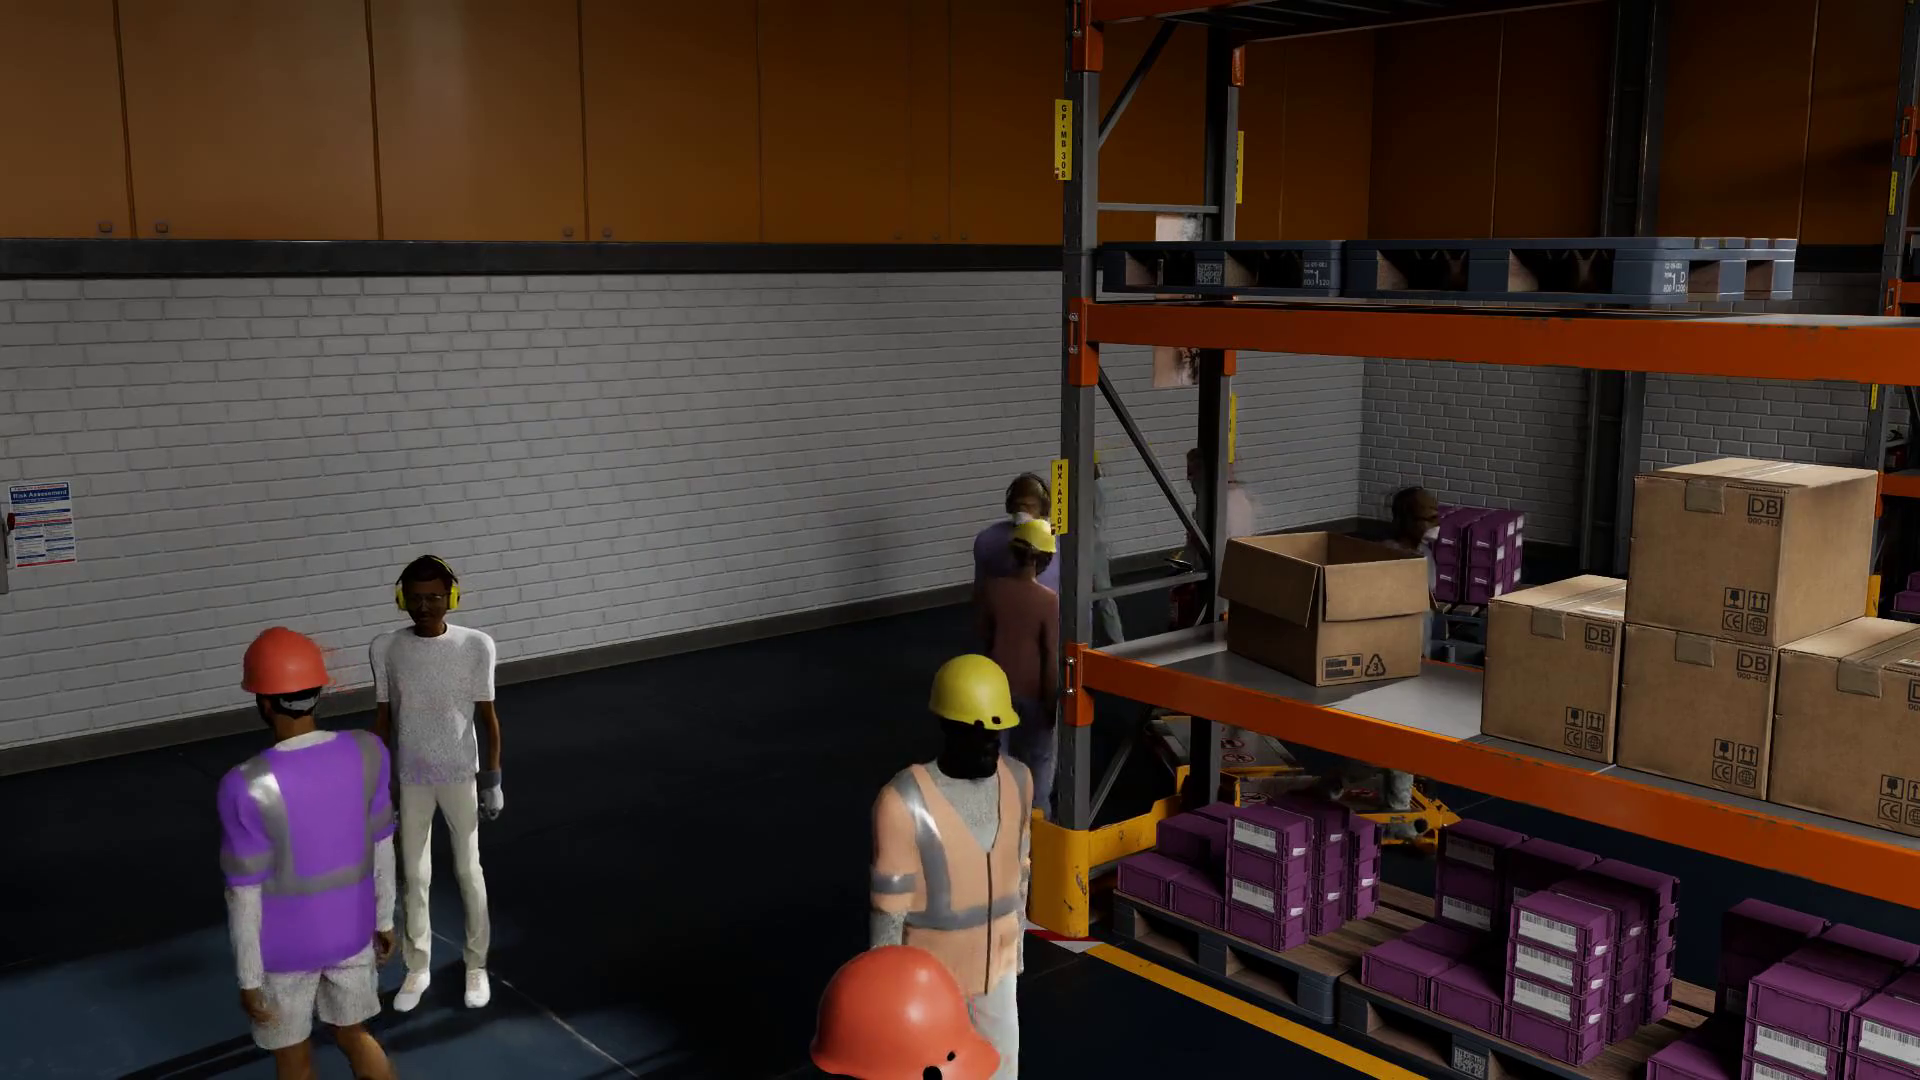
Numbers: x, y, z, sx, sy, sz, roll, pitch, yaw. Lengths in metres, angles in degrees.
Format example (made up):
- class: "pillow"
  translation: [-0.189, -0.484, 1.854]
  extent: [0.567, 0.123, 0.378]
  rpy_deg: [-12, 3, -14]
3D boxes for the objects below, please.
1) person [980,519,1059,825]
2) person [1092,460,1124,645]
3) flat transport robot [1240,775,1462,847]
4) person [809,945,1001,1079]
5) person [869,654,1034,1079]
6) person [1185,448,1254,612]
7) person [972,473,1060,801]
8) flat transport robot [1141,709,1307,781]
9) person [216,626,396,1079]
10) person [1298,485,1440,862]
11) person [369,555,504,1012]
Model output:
- class: "person"
  translation: [0.273, 0.756, 8.395]
  extent: [0.526, 1.721, 0.821]
  rpy_deg: [5, 11, 28]
- class: "person"
  translation: [0.834, 0.147, 12.028]
  extent: [0.913, 1.695, 0.506]
  rpy_deg: [-5, 11, -26]
- class: "flat transport robot"
  translation: [1.885, 1.425, 8.713]
  extent: [1.431, 0.197, 0.652]
  rpy_deg: [-1, 10, -5]
- class: "person"
  translation: [-0.110, 1.603, 2.798]
  extent: [0.355, 1.939, 0.543]
  rpy_deg: [2, 10, 11]
- class: "person"
  translation: [-0.057, 1.246, 4.990]
  extent: [0.601, 1.907, 0.790]
  rpy_deg: [-8, 12, -38]
- class: "person"
  translation: [1.582, 0.358, 10.284]
  extent: [0.592, 1.871, 0.695]
  rpy_deg: [7, 12, 36]
- class: "person"
  translation: [0.384, 0.572, 8.887]
  extent: [0.654, 1.917, 0.541]
  rpy_deg: [3, 10, 18]
- class: "flat transport robot"
  translation: [1.519, 1.256, 9.702]
  extent: [0.652, 0.197, 1.431]
  rpy_deg: [-1, 10, -5]
- class: "person"
  translation: [-1.961, 1.216, 5.098]
  extent: [0.630, 1.926, 0.558]
  rpy_deg: [9, 13, 41]
- class: "person"
  translation: [2.127, 0.660, 8.397]
  extent: [0.632, 1.918, 0.633]
  rpy_deg: [7, 12, 35]
- class: "person"
  translation: [-2.102, 0.974, 6.702]
  extent: [0.500, 1.865, 0.316]
  rpy_deg: [-1, 10, -5]
